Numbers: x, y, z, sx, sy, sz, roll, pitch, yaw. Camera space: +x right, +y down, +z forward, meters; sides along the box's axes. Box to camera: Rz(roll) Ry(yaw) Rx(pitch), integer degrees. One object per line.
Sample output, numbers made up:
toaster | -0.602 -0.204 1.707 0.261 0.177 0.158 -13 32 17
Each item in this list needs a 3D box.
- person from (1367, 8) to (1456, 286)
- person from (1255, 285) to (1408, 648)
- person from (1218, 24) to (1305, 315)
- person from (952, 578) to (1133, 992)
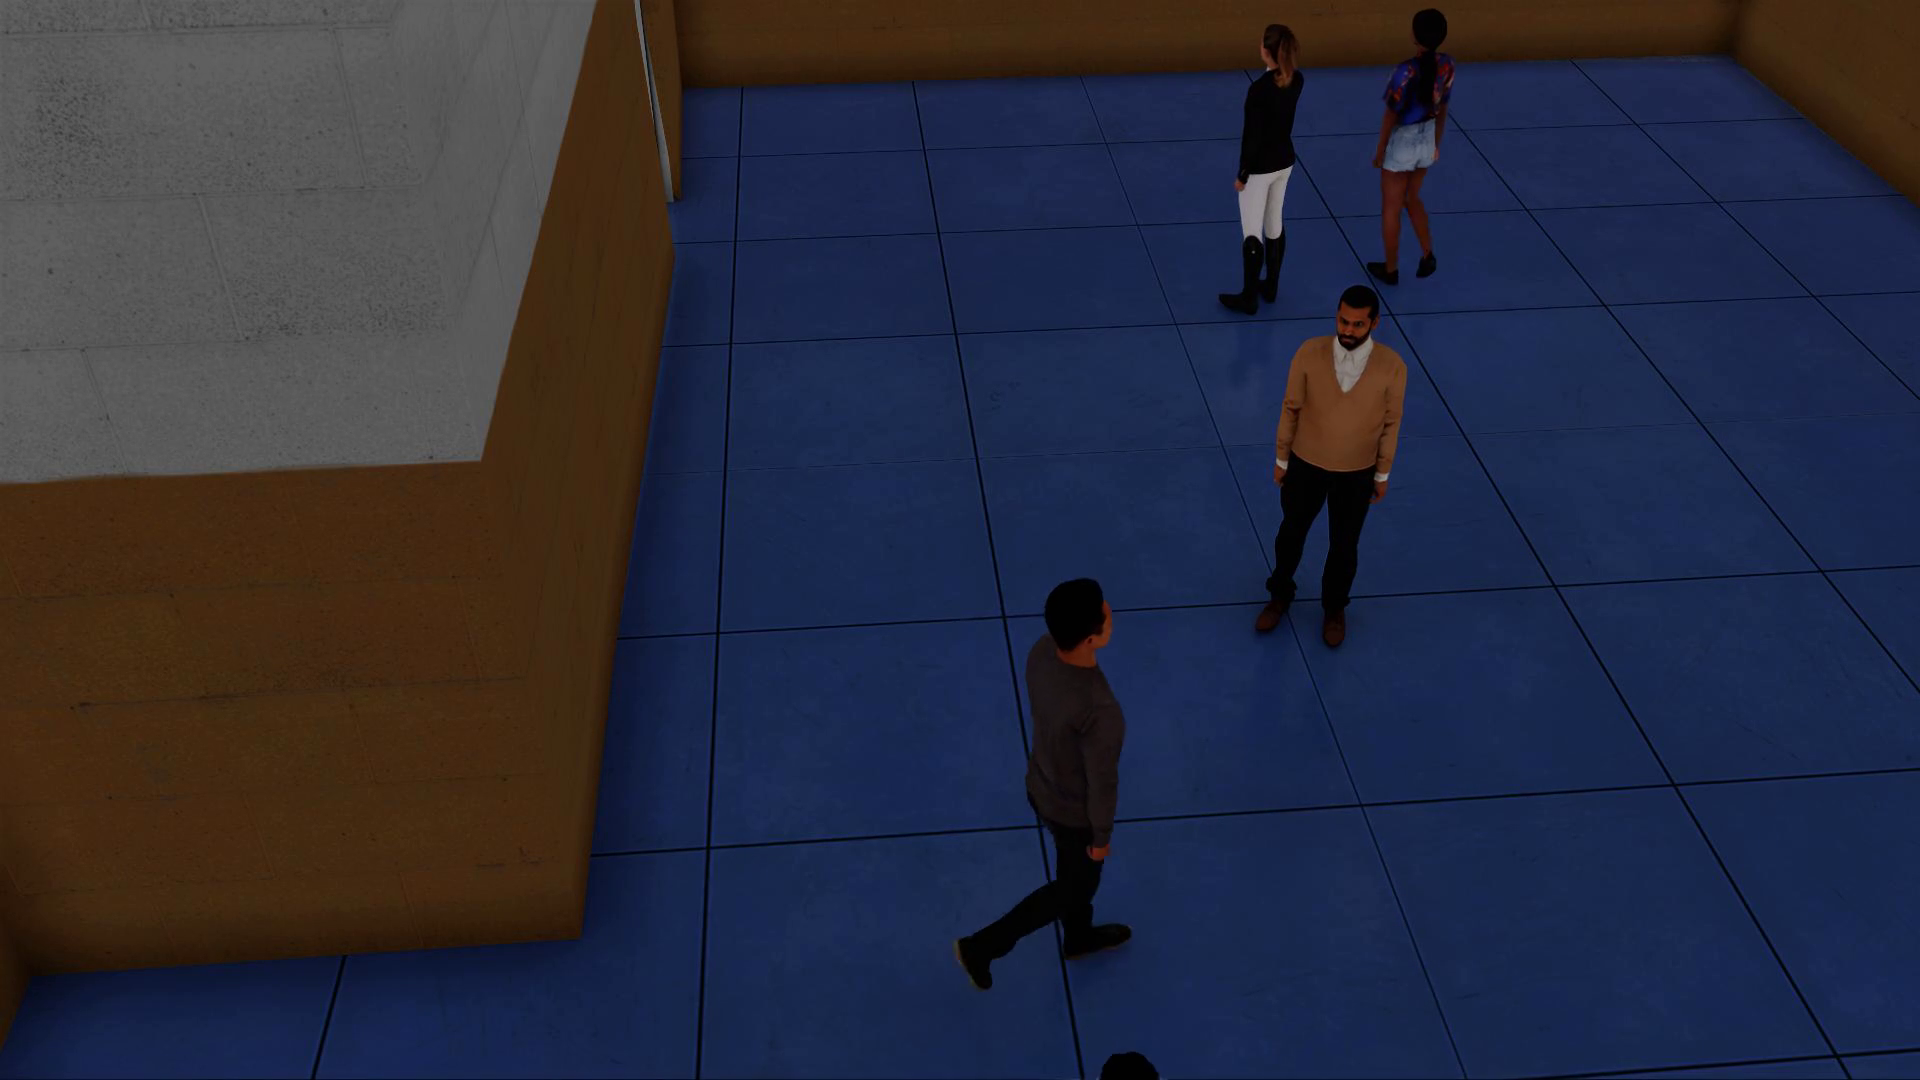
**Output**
person | 2.704 -2.253 9.836 0.792 1.731 0.792 -15 39 -19
person | 1.625 -0.325 7.244 0.650 1.753 0.799 11 38 14
person | 1.772 -2.146 9.682 0.647 1.729 0.727 -29 46 -33
person | 0.295 0.881 5.640 0.822 1.757 1.037 -4 37 -5
